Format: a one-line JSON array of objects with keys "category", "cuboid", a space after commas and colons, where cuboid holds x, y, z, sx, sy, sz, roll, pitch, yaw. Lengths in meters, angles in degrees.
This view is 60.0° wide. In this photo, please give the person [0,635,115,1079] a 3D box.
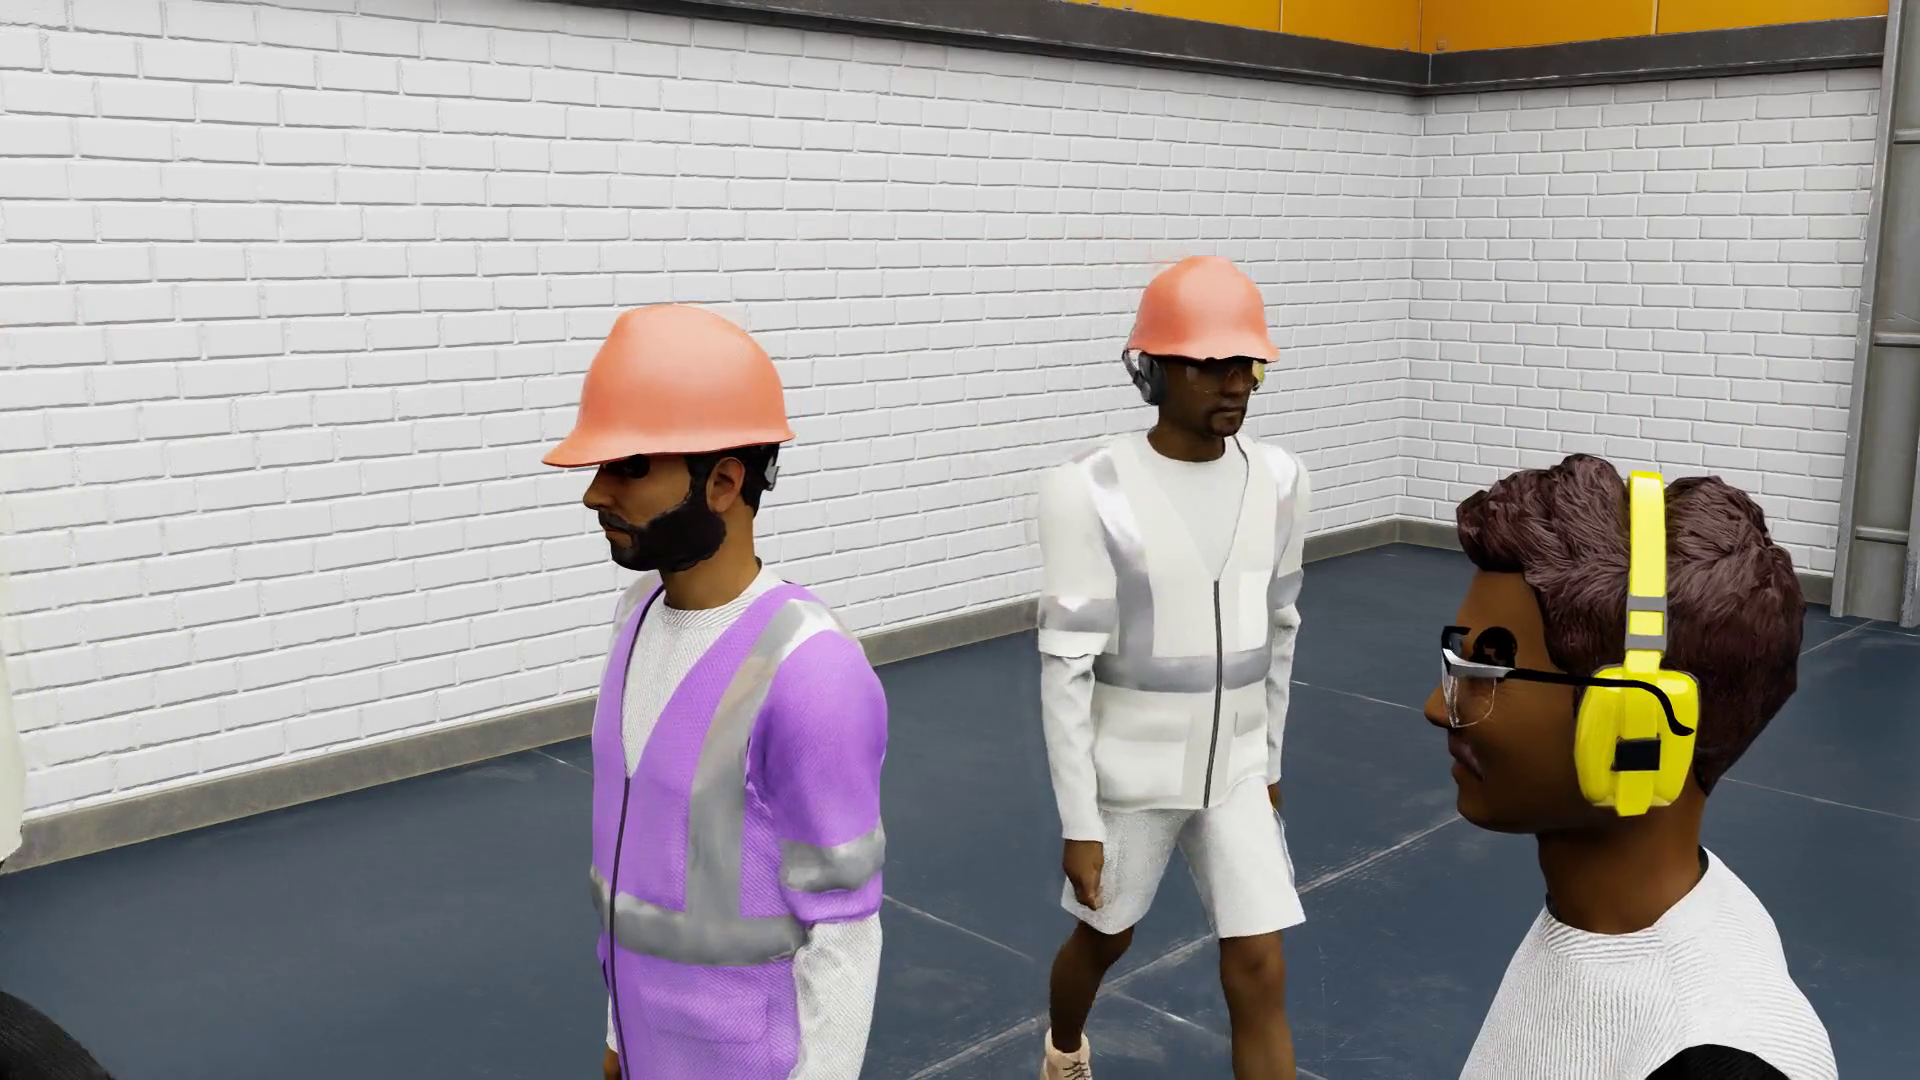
[{"category": "person", "cuboid": [-1.821, 0.516, 2.939, 0.618, 1.962, 0.676, -2, 11, -10]}]

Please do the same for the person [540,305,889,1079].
[{"category": "person", "cuboid": [-0.326, 0.671, 2.166, 0.359, 1.938, 0.547, -8, 13, -39]}]

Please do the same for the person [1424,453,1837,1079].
[{"category": "person", "cuboid": [0.455, 0.862, 1.308, 0.328, 1.872, 0.513, 2, 11, 13]}]

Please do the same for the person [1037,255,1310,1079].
[{"category": "person", "cuboid": [0.430, 0.441, 3.300, 0.633, 1.986, 1.069, -4, 11, -22]}]
